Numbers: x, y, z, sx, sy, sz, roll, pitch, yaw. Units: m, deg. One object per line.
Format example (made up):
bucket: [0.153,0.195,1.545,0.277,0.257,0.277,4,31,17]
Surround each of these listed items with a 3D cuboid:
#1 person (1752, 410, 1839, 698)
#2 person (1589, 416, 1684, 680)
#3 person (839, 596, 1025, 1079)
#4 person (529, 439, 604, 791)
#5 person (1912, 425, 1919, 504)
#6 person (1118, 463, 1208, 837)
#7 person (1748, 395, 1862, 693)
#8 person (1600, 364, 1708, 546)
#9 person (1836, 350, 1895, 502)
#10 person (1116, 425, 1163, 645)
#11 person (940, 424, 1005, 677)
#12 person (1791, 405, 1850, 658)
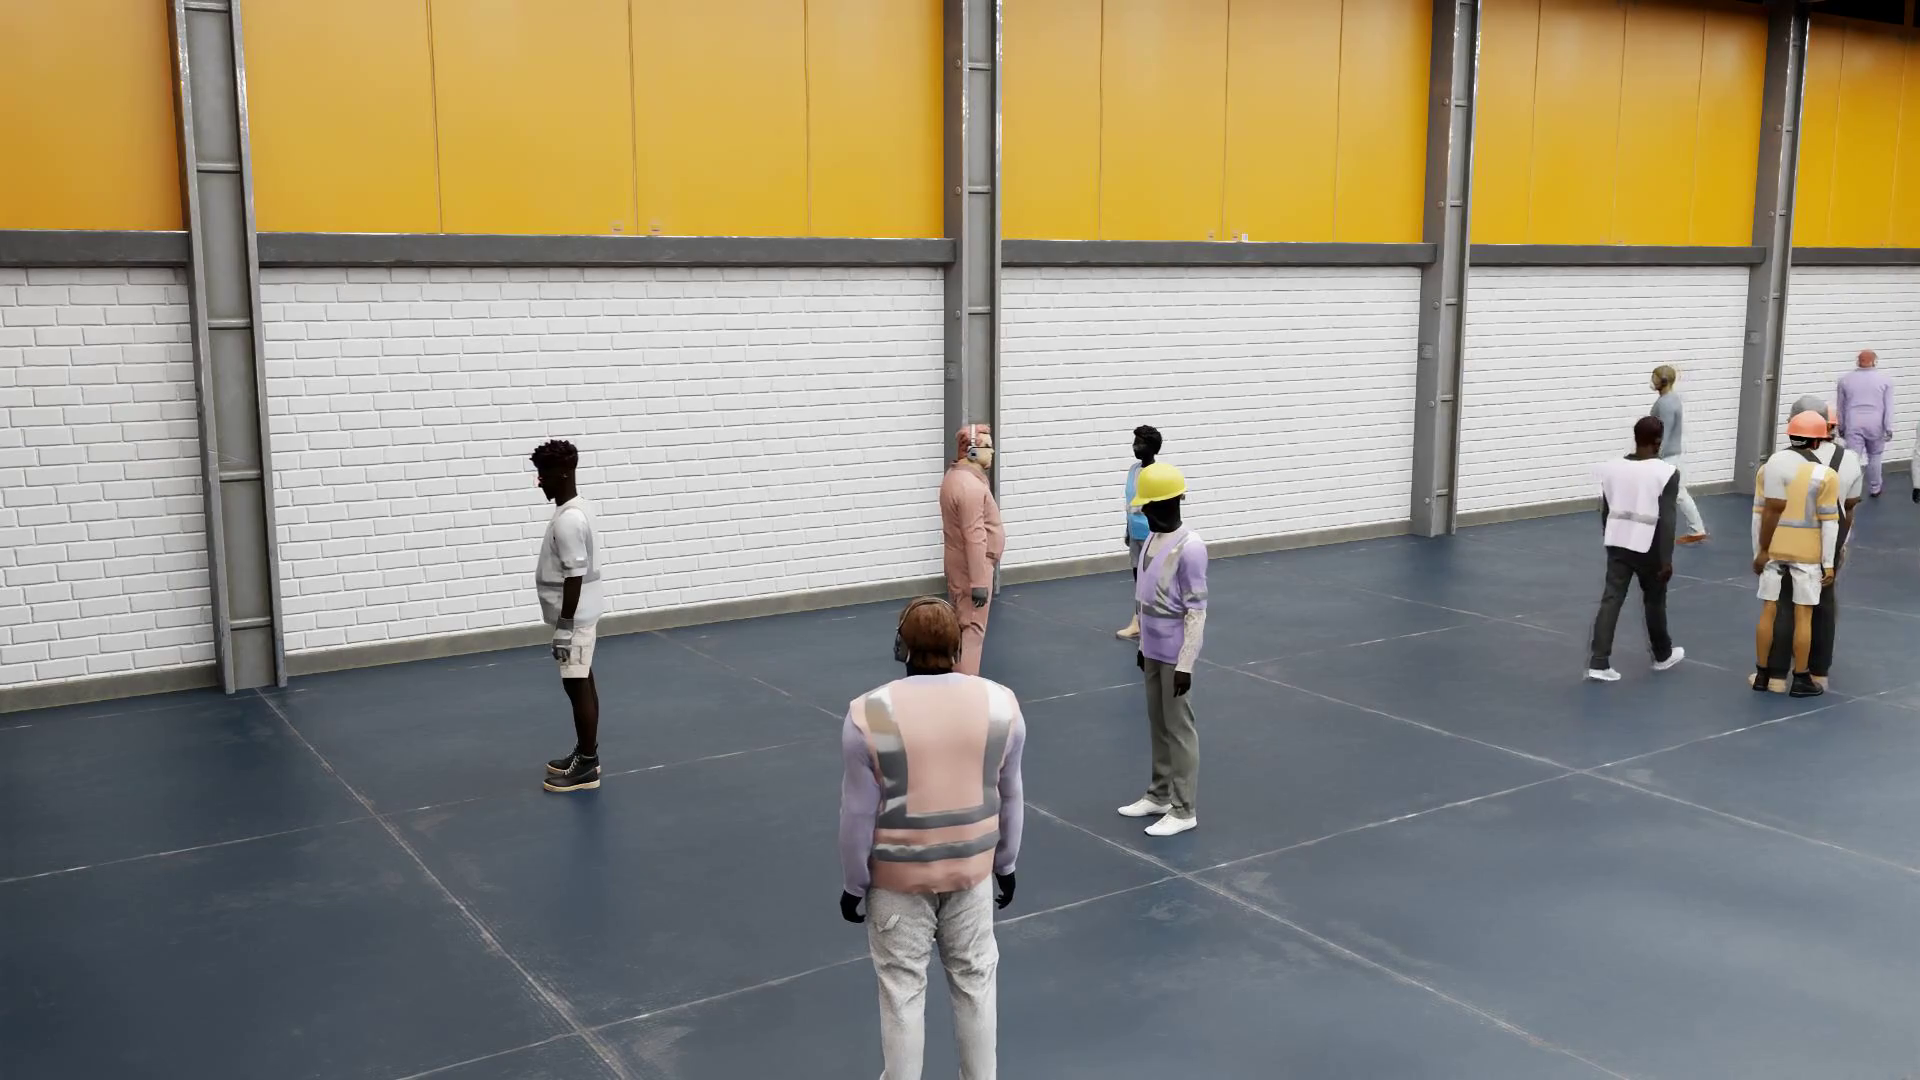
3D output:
person: [5.659,0.090,11.272,0.376,1.936,0.549,-8,12,-39]
person: [4.793,0.055,11.752,1.047,1.855,0.605,-8,12,-38]
person: [-0.102,1.093,5.518,0.636,1.841,0.429,-3,10,-19]
person: [-2.173,0.413,9.266,0.369,1.958,0.602,-1,10,-7]
person: [9.053,-0.478,15.184,0.637,1.825,0.722,5,11,28]
person: [1.049,0.556,8.530,0.381,1.917,0.585,-3,10,-16]
person: [5.733,0.018,11.401,0.688,2.000,0.536,-2,10,-11]
person: [7.291,-0.873,17.238,1.042,1.891,0.642,3,10,20]
person: [11.174,-1.405,20.520,0.656,1.854,0.978,7,12,36]
person: [1.436,-0.039,12.770,0.322,1.697,0.532,-5,10,-25]
person: [0.090,0.208,10.657,0.406,1.906,0.654,-2,10,-11]
person: [6.230,-0.043,12.131,0.549,1.912,0.427,-2,10,-11]
